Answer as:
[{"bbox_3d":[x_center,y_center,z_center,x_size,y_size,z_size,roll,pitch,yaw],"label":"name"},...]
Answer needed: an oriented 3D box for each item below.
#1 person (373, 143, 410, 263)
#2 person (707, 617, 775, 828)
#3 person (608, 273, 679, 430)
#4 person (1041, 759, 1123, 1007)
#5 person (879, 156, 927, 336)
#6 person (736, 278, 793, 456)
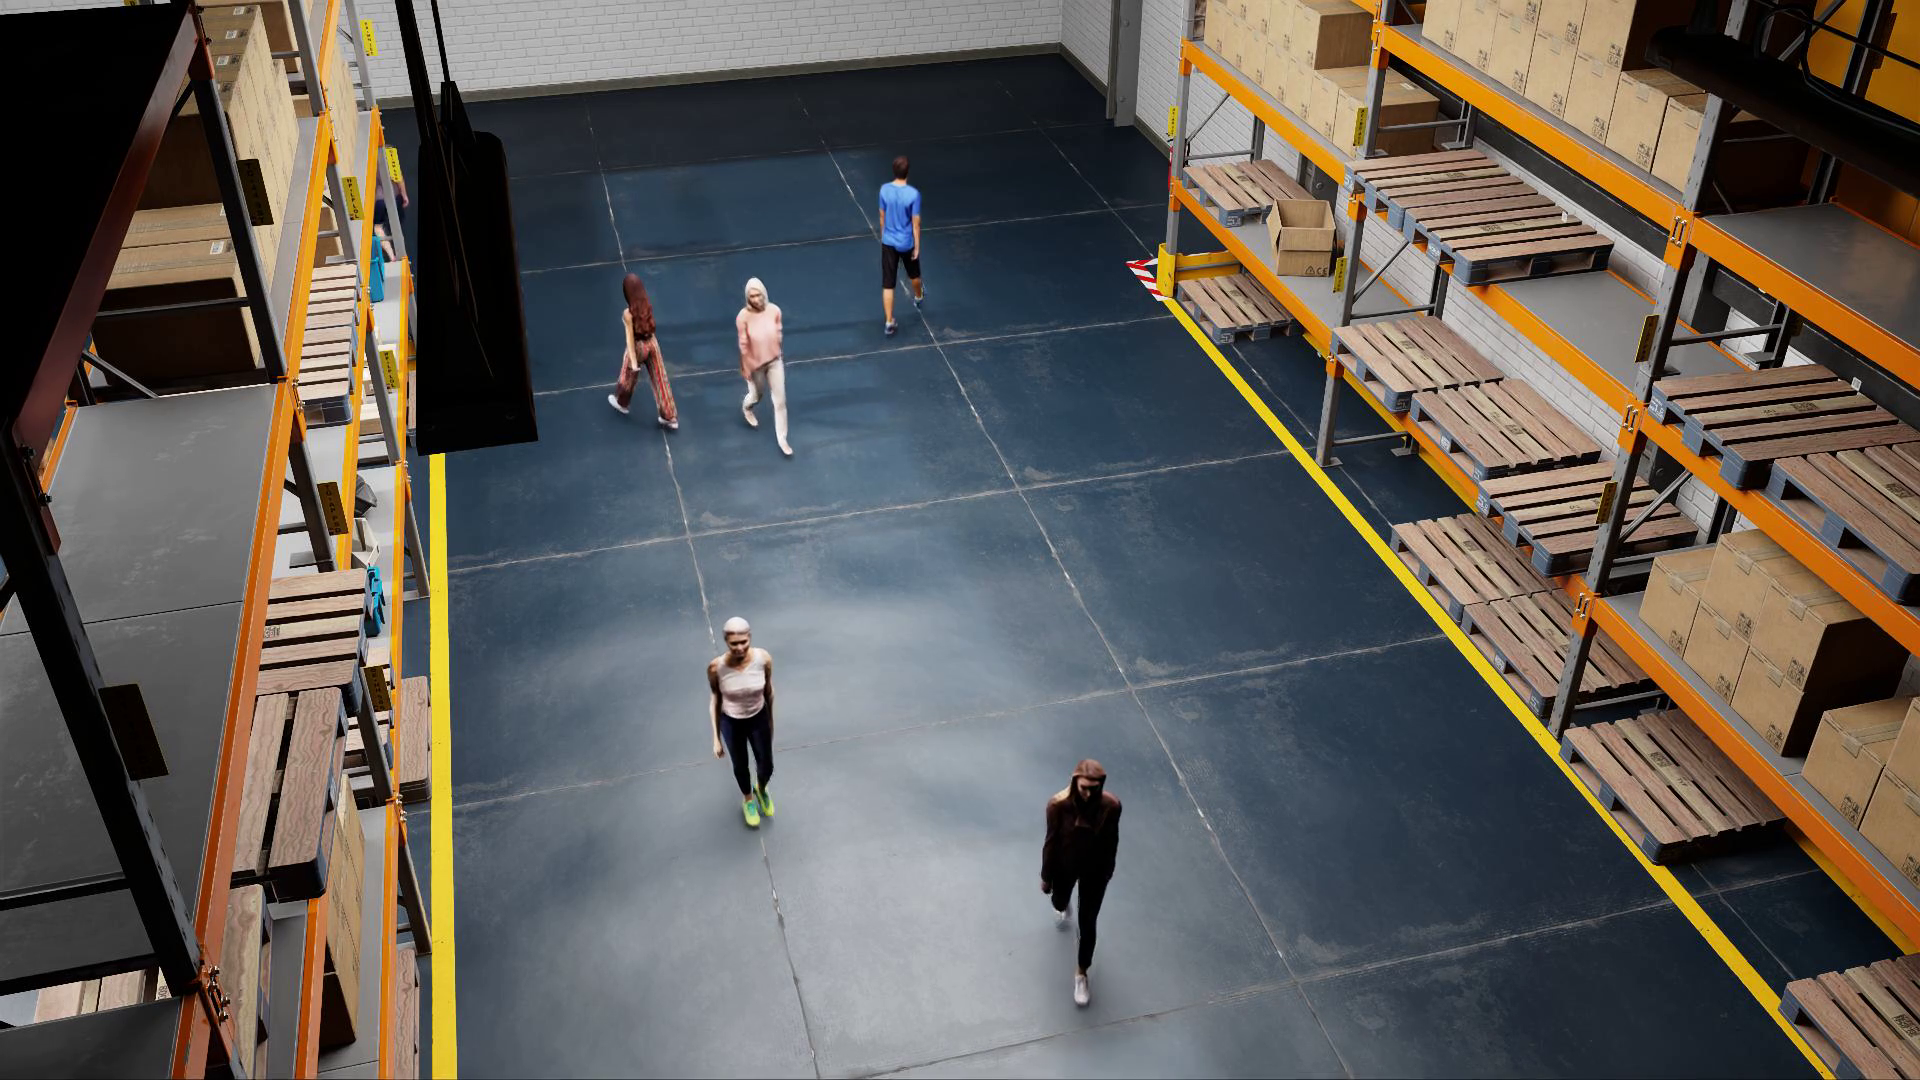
[{"bbox_3d":[-6.374,-3.751,18.425,0.756,1.842,0.788,-16,37,-22],"label":"person"},{"bbox_3d":[-1.467,1.177,11.148,0.592,1.690,0.580,-9,35,-13],"label":"person"},{"bbox_3d":[-2.929,-1.749,15.705,1.116,1.518,0.982,22,40,30],"label":"person"},{"bbox_3d":[0.705,1.930,10.025,0.819,1.679,1.134,0,34,0],"label":"person"},{"bbox_3d":[-0.670,-3.029,17.361,0.988,1.817,1.279,6,34,8],"label":"person"},{"bbox_3d":[-1.863,-1.663,15.420,0.763,1.690,1.136,-18,38,-25],"label":"person"}]
